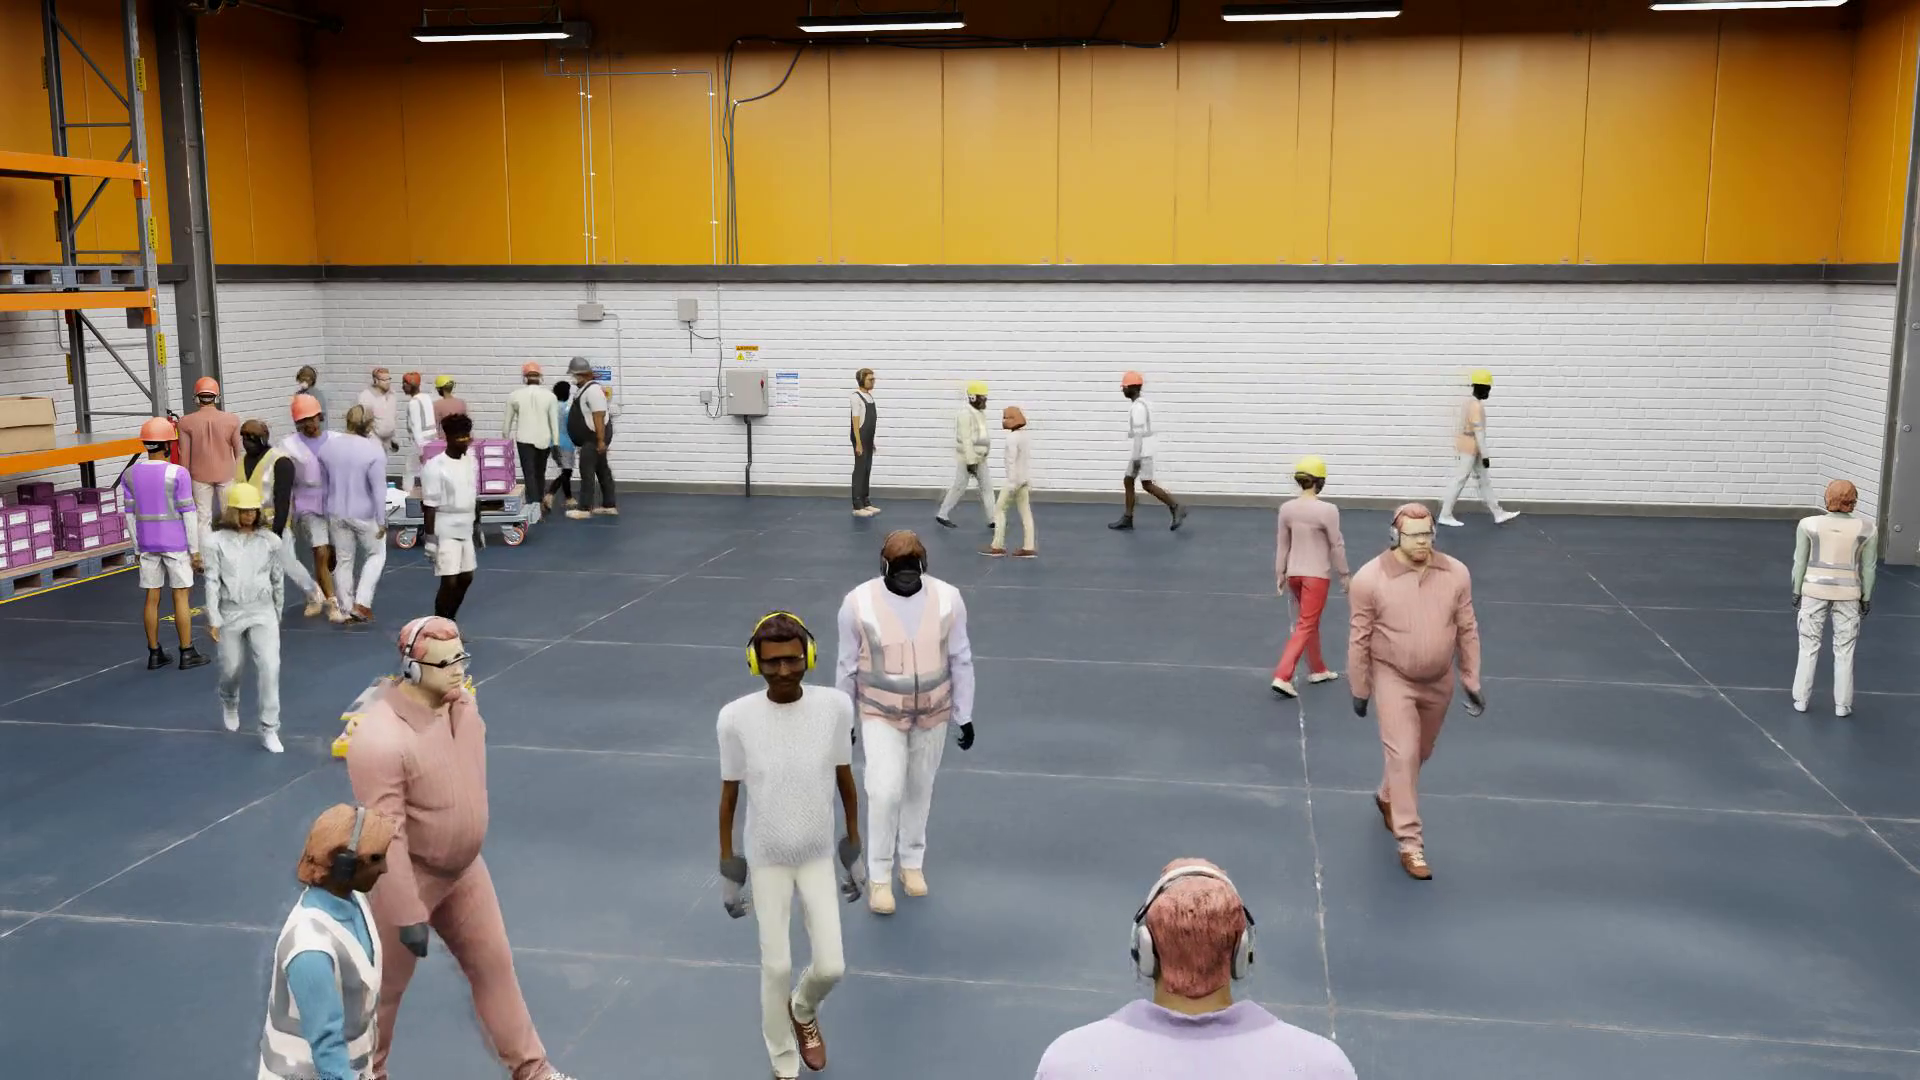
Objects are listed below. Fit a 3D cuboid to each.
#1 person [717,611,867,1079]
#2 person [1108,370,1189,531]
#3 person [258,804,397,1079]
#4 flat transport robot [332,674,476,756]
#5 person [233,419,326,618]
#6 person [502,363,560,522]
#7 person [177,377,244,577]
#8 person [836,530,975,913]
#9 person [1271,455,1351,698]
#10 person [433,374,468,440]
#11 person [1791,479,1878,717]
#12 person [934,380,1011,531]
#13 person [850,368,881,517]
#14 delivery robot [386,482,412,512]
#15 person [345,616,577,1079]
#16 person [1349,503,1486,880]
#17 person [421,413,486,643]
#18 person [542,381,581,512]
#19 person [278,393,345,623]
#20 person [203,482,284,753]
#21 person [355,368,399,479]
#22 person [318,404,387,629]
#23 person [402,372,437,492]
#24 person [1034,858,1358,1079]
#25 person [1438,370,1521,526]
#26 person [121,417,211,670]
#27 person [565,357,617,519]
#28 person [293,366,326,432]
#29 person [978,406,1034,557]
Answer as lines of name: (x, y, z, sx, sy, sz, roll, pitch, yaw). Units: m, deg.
person: (-0.608, 1.151, 6.007, 0.550, 1.851, 0.449, -2, 9, -14)
person: (2.233, -1.037, 19.477, 0.903, 1.891, 0.584, 1, 9, 7)
person: (-1.666, 1.498, 4.596, 0.772, 1.595, 0.526, -1, 9, -5)
flat transport robot: (-3.653, 1.133, 11.014, 0.652, 0.197, 1.431, -1, 9, -7)
person: (-5.889, -0.147, 14.246, 0.618, 1.809, 0.922, 3, 10, 20)
person: (-5.256, -1.197, 20.391, 0.692, 1.930, 1.039, -3, 10, -20)
person: (-7.462, -0.629, 16.613, 0.622, 1.993, 0.382, -5, 11, -31)
person: (-0.243, 0.857, 7.935, 0.640, 1.818, 0.636, -3, 10, -18)
person: (2.507, 0.248, 11.989, 0.857, 1.729, 0.529, -6, 11, -33)
person: (-6.455, -1.245, 21.230, 0.586, 1.738, 0.561, 7, 11, 37)
person: (5.965, 0.397, 11.381, 0.509, 1.629, 0.314, 4, 10, 25)
person: (0.116, -0.987, 19.509, 0.901, 1.797, 0.608, 4, 10, 25)
person: (-1.184, -1.215, 20.729, 0.348, 1.847, 0.516, 3, 10, 18)
delivery robot: (-6.695, -0.434, 19.569, 0.707, 0.478, 0.477, -6, 11, -32)
person: (-1.781, 1.181, 5.808, 0.972, 1.853, 0.672, 3, 10, 19)
person: (2.344, 0.719, 8.668, 0.647, 1.870, 0.956, -2, 9, -10)
person: (-4.091, -0.059, 13.373, 0.562, 1.932, 0.646, 3, 10, 21)
person: (-5.078, -1.191, 21.086, 0.523, 1.663, 0.757, 6, 11, 34)
person: (-5.617, -0.294, 14.528, 0.620, 2.006, 0.716, -6, 11, -33)
person: (-4.583, 0.467, 10.674, 0.484, 1.714, 0.763, -5, 11, -30)
person: (-7.443, -1.262, 21.045, 0.710, 1.852, 0.654, 3, 10, 19)
person: (-5.139, -0.194, 14.146, 0.647, 1.920, 0.443, 1, 9, 7)
person: (-6.585, -1.165, 20.494, 1.006, 1.829, 0.581, 2, 9, 10)
person: (0.461, 1.574, 3.279, 0.659, 1.895, 0.461, 1, 9, 8)
person: (6.179, -1.074, 19.720, 0.981, 1.872, 0.617, 2, 9, 14)
person: (-6.061, 0.032, 12.692, 0.545, 1.938, 0.358, 1, 9, 4)
person: (-4.622, -1.289, 20.567, 0.760, 2.000, 0.711, -4, 10, -22)
person: (-8.066, -1.168, 20.311, 0.664, 1.887, 0.815, 8, 12, 42)
person: (0.493, -0.615, 17.687, 0.699, 1.606, 0.533, 4, 10, 21)
